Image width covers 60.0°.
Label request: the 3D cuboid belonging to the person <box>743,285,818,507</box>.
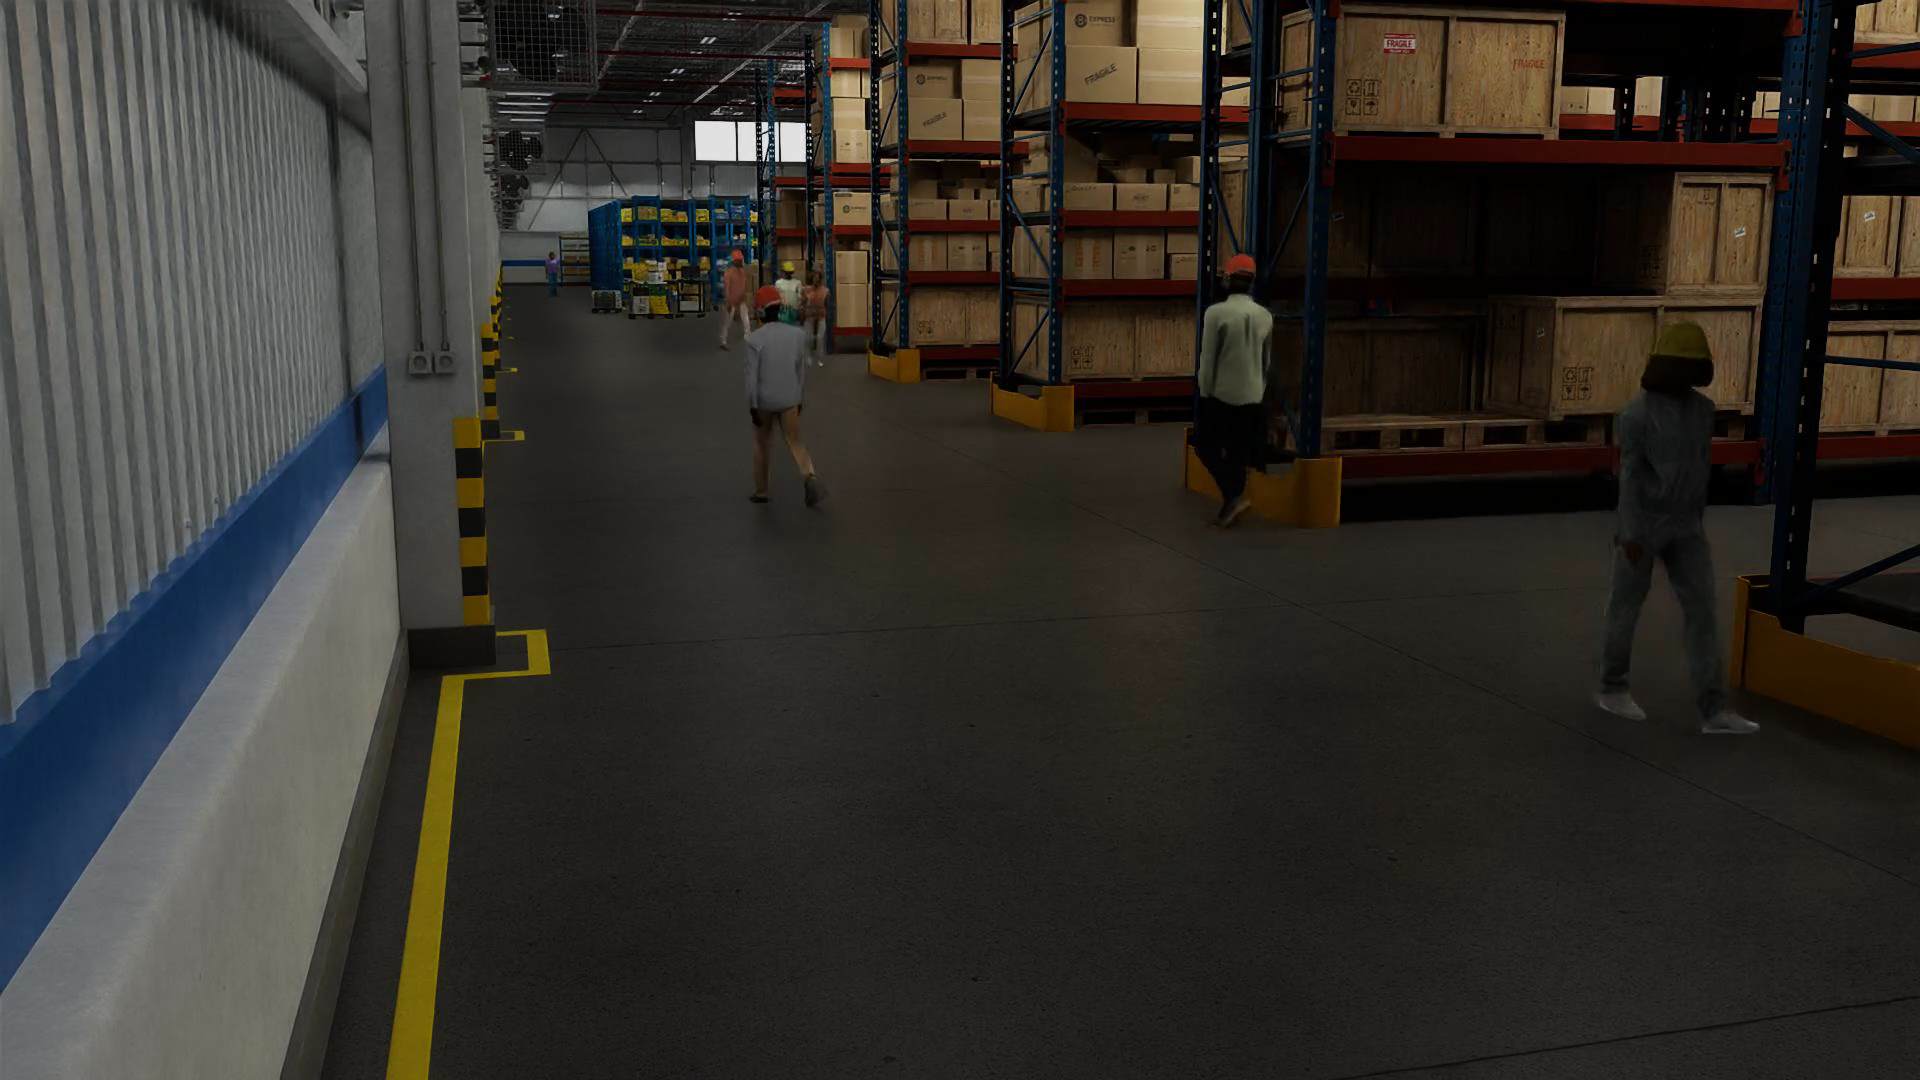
[{"bbox_3d":[-1.403,-1.105,12.893,0.561,1.729,0.751,-6,12,-33],"label":"person"}]

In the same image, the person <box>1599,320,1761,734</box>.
[{"bbox_3d":[2.977,-0.037,6.865,0.512,1.707,0.834,-3,11,-18],"label":"person"}]

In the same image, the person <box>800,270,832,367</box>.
[{"bbox_3d":[-2.423,-3.716,27.967,0.546,1.623,0.373,-2,10,-14],"label":"person"}]

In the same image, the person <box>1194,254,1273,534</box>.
[{"bbox_3d":[1.923,-1.015,11.697,0.646,1.970,0.486,-6,12,-32],"label":"person"}]

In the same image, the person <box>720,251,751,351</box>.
[{"bbox_3d":[-4.281,-4.567,31.907,1.025,1.942,0.637,8,13,40],"label":"person"}]

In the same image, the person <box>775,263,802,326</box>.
[{"bbox_3d":[-3.225,-4.380,31.457,0.538,1.720,0.907,-3,11,-18],"label":"person"}]

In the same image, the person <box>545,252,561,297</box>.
[{"bbox_3d":[-16.190,-10.546,66.142,0.602,1.805,0.655,-5,11,-26],"label":"person"}]
